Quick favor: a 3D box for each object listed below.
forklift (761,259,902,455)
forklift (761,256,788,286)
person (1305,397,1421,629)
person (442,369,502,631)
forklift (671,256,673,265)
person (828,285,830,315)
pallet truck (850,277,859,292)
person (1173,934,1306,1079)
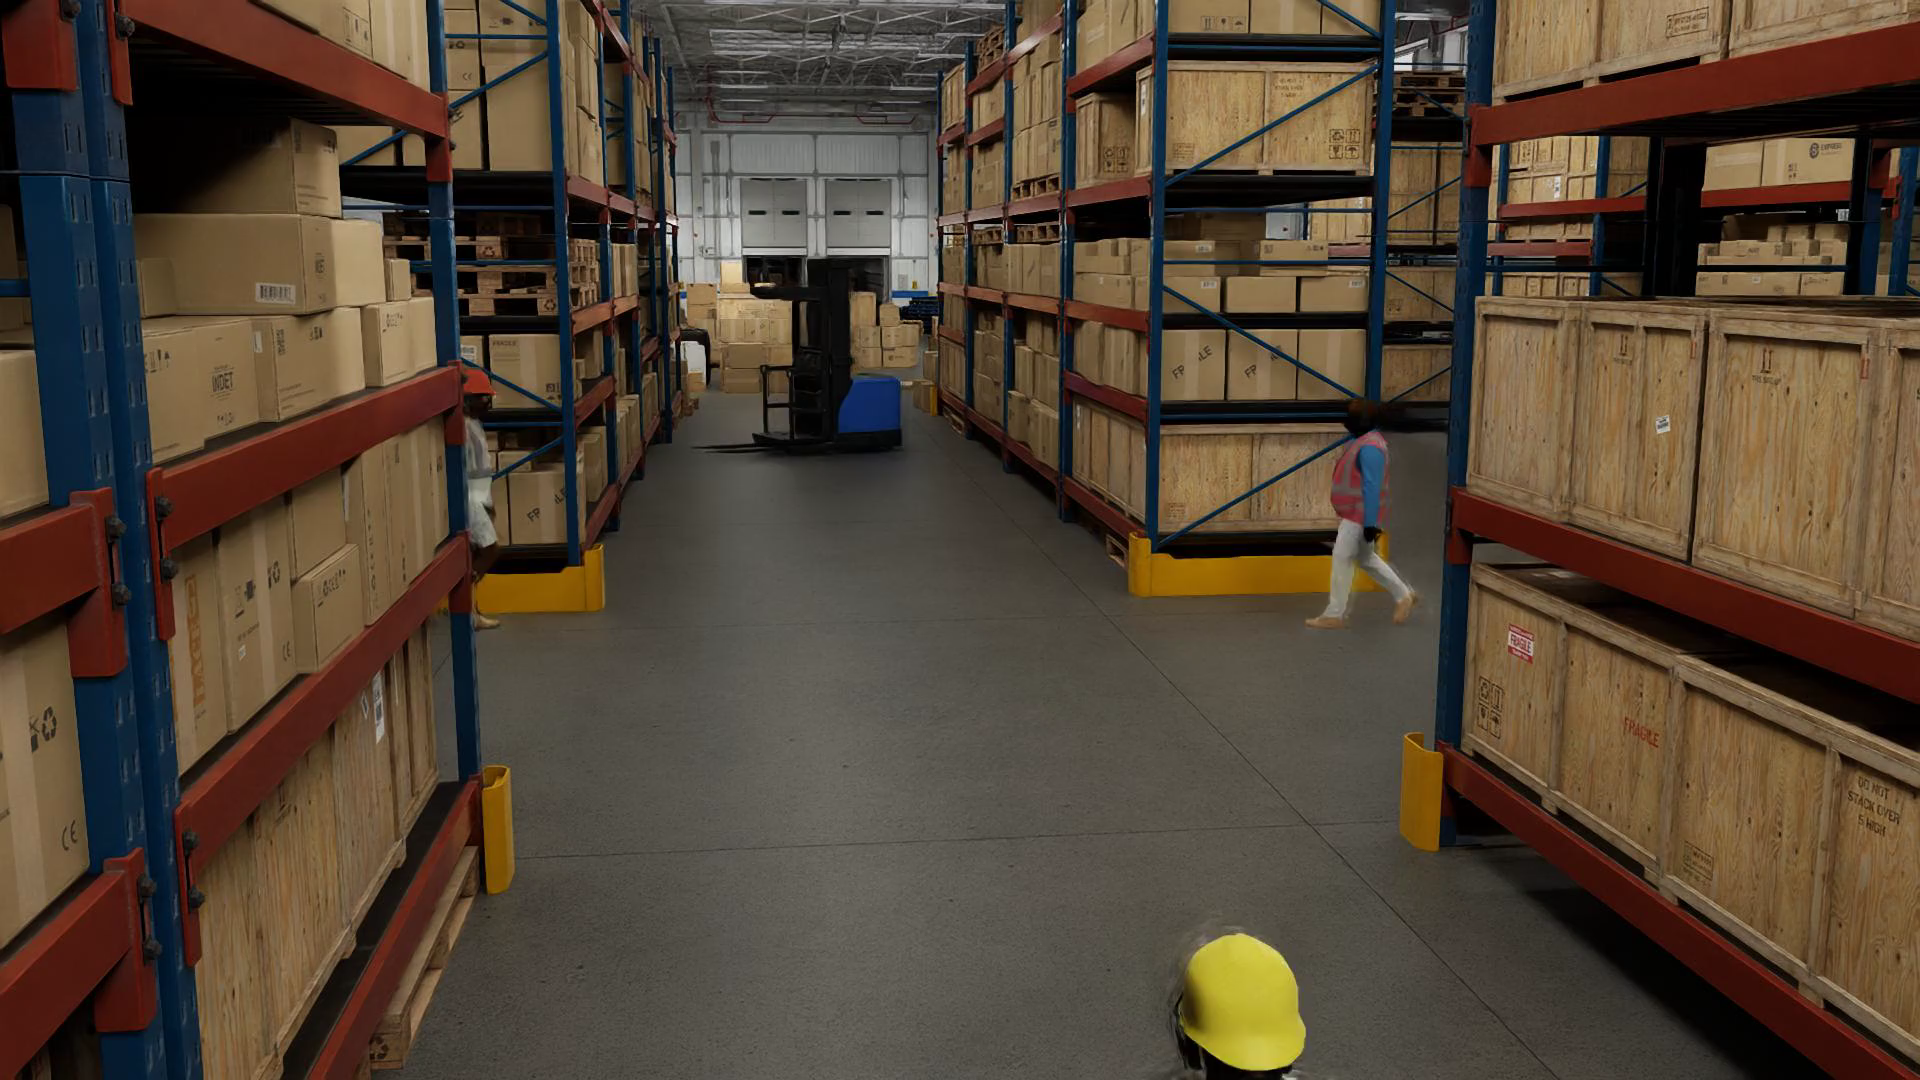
[{"bbox_3d":[-1.902,-2.724,24.422,1.873,2.768,1.129,-5,11,-28],"label":"forklift"},{"bbox_3d":[-6.760,-8.992,60.913,1.129,2.768,1.873,-6,12,-33],"label":"forklift"},{"bbox_3d":[3.153,-0.201,12.843,0.835,1.817,0.632,1,10,7],"label":"person"},{"bbox_3d":[-3.713,-0.291,12.736,0.433,2.028,0.603,-2,10,-11],"label":"person"},{"bbox_3d":[-10.987,-9.066,61.344,1.129,2.768,1.873,-1,10,-7],"label":"forklift"},{"bbox_3d":[-4.482,-7.898,57.456,1.033,1.890,0.636,4,11,22],"label":"person"},{"bbox_3d":[-3.782,-9.391,65.808,1.885,1.965,0.823,2,10,10],"label":"pallet truck"},{"bbox_3d":[0.477,1.524,2.950,0.552,1.752,0.385,-2,10,-11],"label":"person"}]
